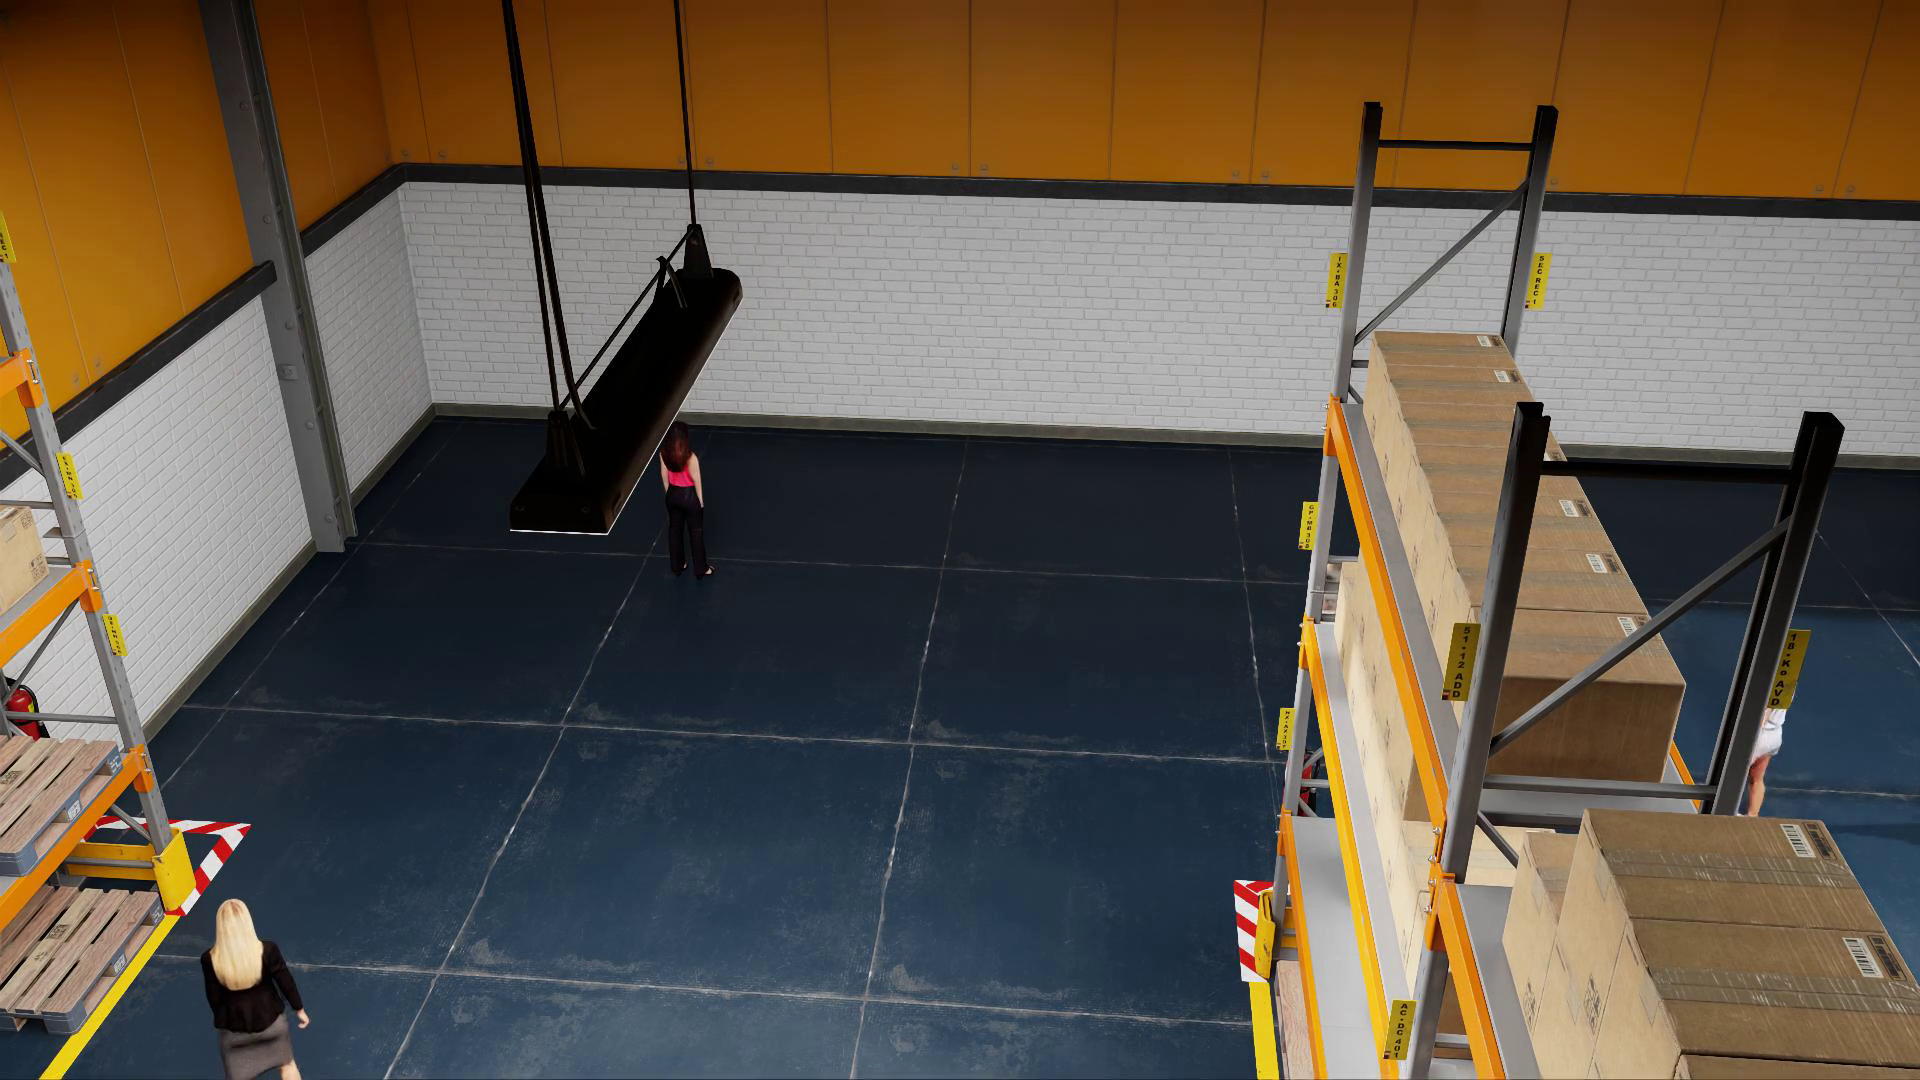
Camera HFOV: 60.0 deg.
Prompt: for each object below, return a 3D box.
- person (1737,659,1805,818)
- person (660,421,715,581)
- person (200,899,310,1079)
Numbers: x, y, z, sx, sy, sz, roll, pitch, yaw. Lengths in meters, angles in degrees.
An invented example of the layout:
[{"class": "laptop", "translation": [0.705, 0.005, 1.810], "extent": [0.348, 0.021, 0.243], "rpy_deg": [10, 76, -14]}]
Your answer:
[{"class": "person", "translation": [6.153, 1.544, 12.650], "extent": [0.761, 1.597, 0.692], "rpy_deg": [24, 36, 36]}, {"class": "person", "translation": [-2.671, -0.397, 16.144], "extent": [0.640, 1.660, 0.613], "rpy_deg": [12, 31, 21]}, {"class": "person", "translation": [-4.172, 2.915, 9.898], "extent": [0.933, 1.825, 0.934], "rpy_deg": [-12, 31, -20]}]
